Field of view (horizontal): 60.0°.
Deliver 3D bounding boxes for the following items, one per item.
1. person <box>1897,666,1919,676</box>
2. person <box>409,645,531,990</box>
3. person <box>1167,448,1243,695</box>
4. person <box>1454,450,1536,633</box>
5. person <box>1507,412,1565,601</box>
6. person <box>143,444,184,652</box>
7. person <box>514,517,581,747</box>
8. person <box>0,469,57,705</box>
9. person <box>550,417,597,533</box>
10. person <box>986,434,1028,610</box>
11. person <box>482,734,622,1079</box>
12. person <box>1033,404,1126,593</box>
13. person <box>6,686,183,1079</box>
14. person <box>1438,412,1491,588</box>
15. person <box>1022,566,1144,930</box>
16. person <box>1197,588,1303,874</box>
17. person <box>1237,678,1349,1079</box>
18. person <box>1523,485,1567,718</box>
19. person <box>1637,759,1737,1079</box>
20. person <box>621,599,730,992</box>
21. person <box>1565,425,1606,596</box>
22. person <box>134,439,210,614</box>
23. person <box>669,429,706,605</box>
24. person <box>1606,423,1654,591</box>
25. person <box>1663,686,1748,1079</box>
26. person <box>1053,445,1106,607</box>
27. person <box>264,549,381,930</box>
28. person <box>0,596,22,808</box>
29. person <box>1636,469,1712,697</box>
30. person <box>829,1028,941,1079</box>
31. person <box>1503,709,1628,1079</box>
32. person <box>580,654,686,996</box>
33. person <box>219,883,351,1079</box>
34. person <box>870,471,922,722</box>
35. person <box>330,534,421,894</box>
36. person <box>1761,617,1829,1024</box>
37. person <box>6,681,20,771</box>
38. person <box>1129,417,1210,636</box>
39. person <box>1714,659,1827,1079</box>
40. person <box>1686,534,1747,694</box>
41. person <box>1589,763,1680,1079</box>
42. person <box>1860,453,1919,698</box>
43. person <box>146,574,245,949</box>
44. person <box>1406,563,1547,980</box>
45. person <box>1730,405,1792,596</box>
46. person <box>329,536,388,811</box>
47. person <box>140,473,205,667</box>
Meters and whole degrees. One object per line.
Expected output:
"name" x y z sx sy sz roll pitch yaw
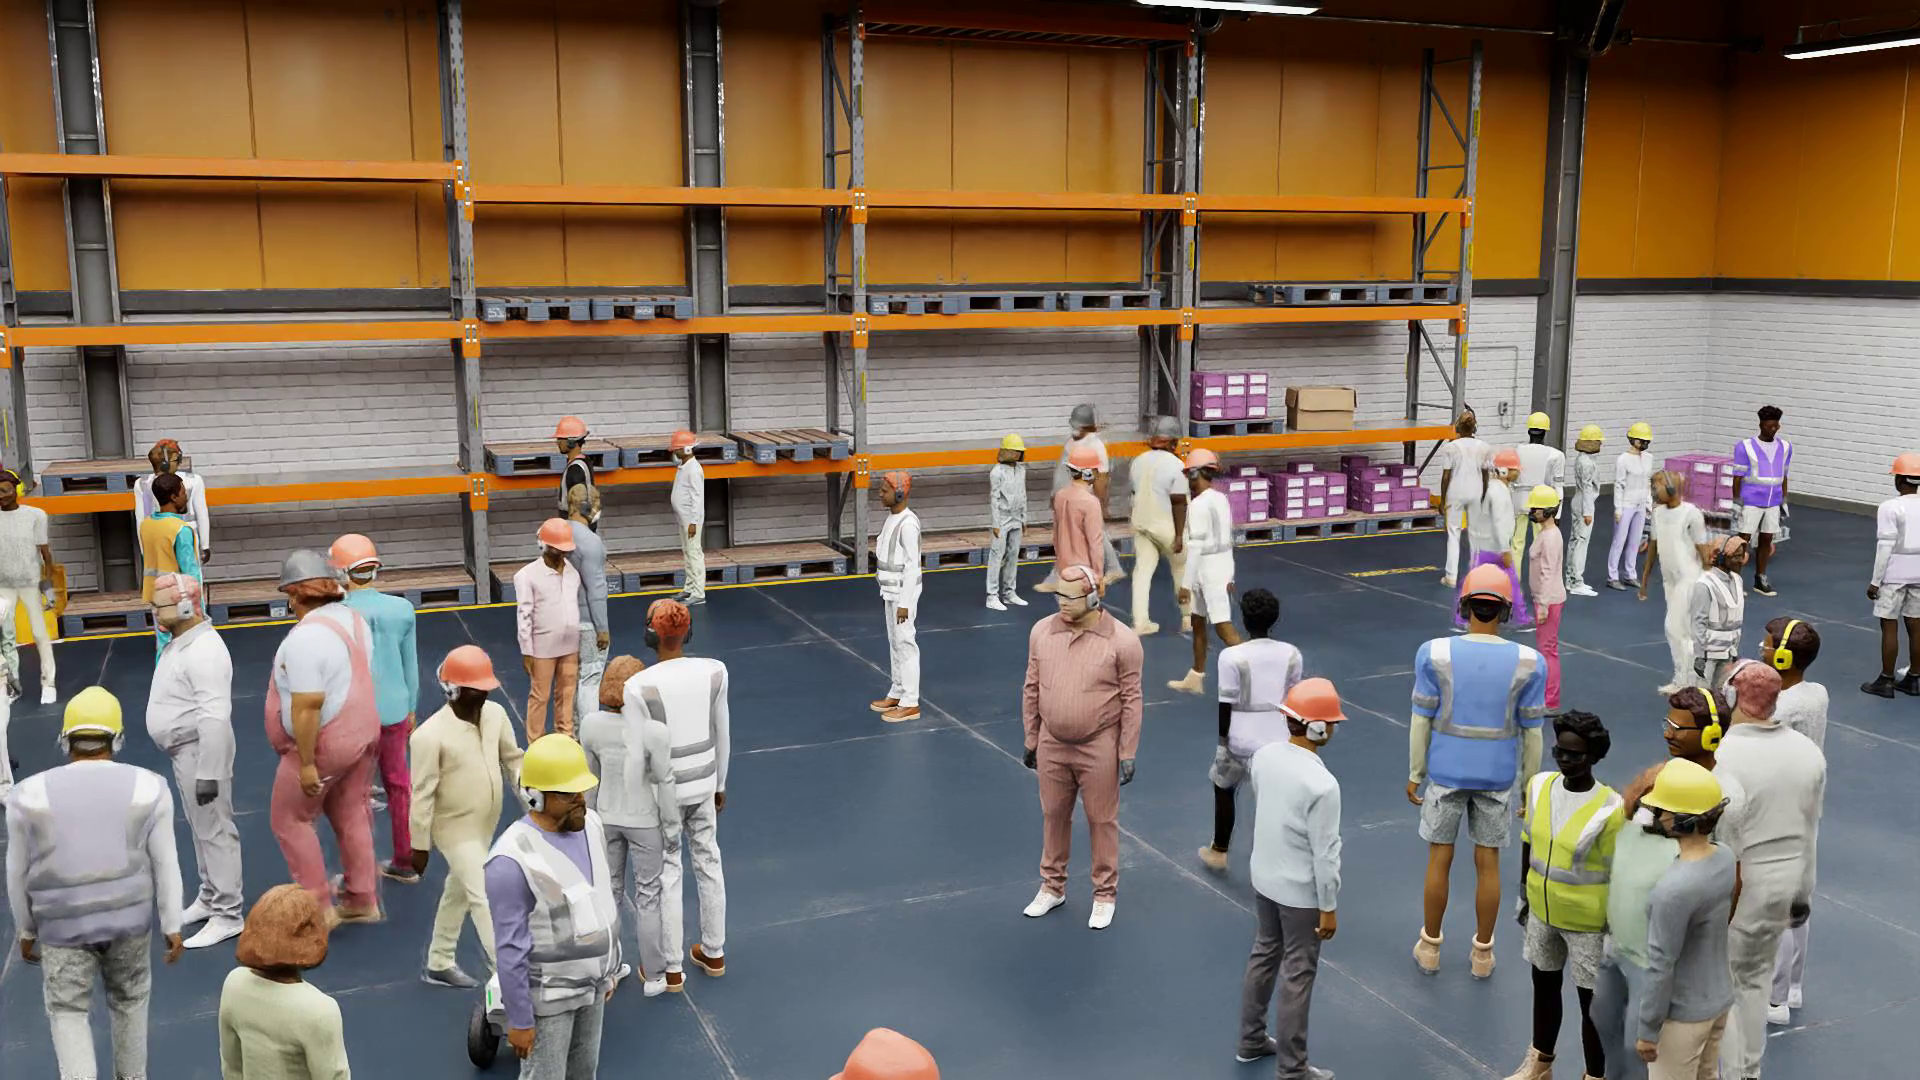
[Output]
"person" 8.256 0.219 13.645 0.838 1.882 0.656 2 10 10
"person" -2.191 1.327 7.719 0.898 1.699 0.570 3 10 19
"person" 2.036 0.293 12.906 0.869 2.003 0.626 4 11 23
"person" 4.971 0.033 15.172 0.877 1.702 0.594 4 11 23
"person" 5.705 -0.315 16.597 0.588 1.920 0.396 4 11 24
"person" -6.878 0.087 14.473 0.513 1.845 0.334 7 12 35
"person" -2.713 0.705 11.211 0.351 1.740 0.563 8 12 38
"person" -7.265 0.365 12.851 0.531 1.862 0.338 -2 10 -12
"person" -3.445 -0.084 14.892 0.377 2.043 0.608 -1 10 -8
"person" 0.485 -0.180 16.338 0.346 1.738 0.485 9 13 41
"person" -1.414 1.576 5.933 0.404 1.831 0.600 3 10 19
"person" 1.288 -0.484 17.201 1.055 2.000 0.691 -2 10 -14
"person" -3.361 1.496 6.502 0.601 1.799 0.688 -6 11 -29
"person" 5.260 -0.417 17.381 0.505 1.845 0.345 0 10 1
"person" 0.610 1.068 8.651 0.651 1.904 0.404 5 11 26
"person" 1.598 1.081 9.219 0.555 1.665 0.740 -3 10 -19
"person" 1.438 1.433 7.027 0.375 1.741 0.564 -4 11 -22
"person" 4.403 0.460 12.591 0.349 1.758 0.521 3 10 15
"person" 2.523 1.629 5.849 0.528 1.761 0.333 -9 13 -42
"person" -1.349 1.207 7.915 0.573 1.883 0.357 -8 13 -39
"person" 6.427 -0.311 17.063 0.295 1.744 0.491 2 10 12
"person" -6.871 0.053 14.562 0.574 1.883 0.360 -3 10 -17
"person" -2.718 -0.232 16.577 0.325 1.752 0.559 -4 11 -23
"person" 6.977 -0.345 17.223 0.519 1.755 0.360 -5 11 -28
"person" 2.787 1.473 6.417 0.328 1.872 0.513 -1 10 -7
"person" 0.963 0.243 13.147 0.377 1.995 0.608 -5 11 -29
"person" -3.293 1.018 8.551 0.579 2.000 0.732 2 10 9
"person" -6.114 0.909 10.326 0.312 1.642 0.512 10 14 44
"person" 5.686 0.338 13.160 0.577 1.796 0.545 -3 10 -15
"person" -0.146 1.970 3.879 0.563 1.756 0.317 -8 12 -37
"person" 2.463 1.507 6.711 0.320 1.698 0.537 -6 11 -29
"person" -1.548 1.341 7.852 0.501 1.636 0.276 4 11 20
"person" -2.006 1.831 5.038 0.509 1.631 0.271 6 11 29
"person" -0.467 0.414 12.483 0.355 1.883 0.574 -3 10 -17
"person" -3.247 0.952 9.092 0.407 1.987 0.615 8 13 40
"person" 3.730 1.270 7.583 0.327 1.874 0.517 10 14 44
"person" -6.514 0.663 10.955 0.579 1.919 0.555 -1 10 -5
"person" 1.935 -0.152 15.291 0.904 2.000 0.704 -8 13 -40
"person" 3.163 1.432 6.709 0.722 1.872 0.540 -3 10 -19
"person" 5.061 0.770 11.165 0.514 1.634 0.312 -7 12 -36
"person" 2.630 1.601 6.453 0.308 1.604 0.646 -2 10 -11
"person" 7.404 0.279 13.107 0.551 1.934 0.373 -2 10 -11
"person" -3.890 1.106 8.438 0.400 1.906 0.643 -6 12 -32
"person" 2.476 1.118 8.028 0.612 2.028 0.408 2 10 10
"person" 8.152 -0.398 16.930 0.614 1.960 0.366 -1 10 -6
"person" -3.800 0.829 10.487 0.337 1.742 0.572 -3 10 -15
"person" -5.695 0.466 12.073 0.592 1.922 0.392 7 12 34
